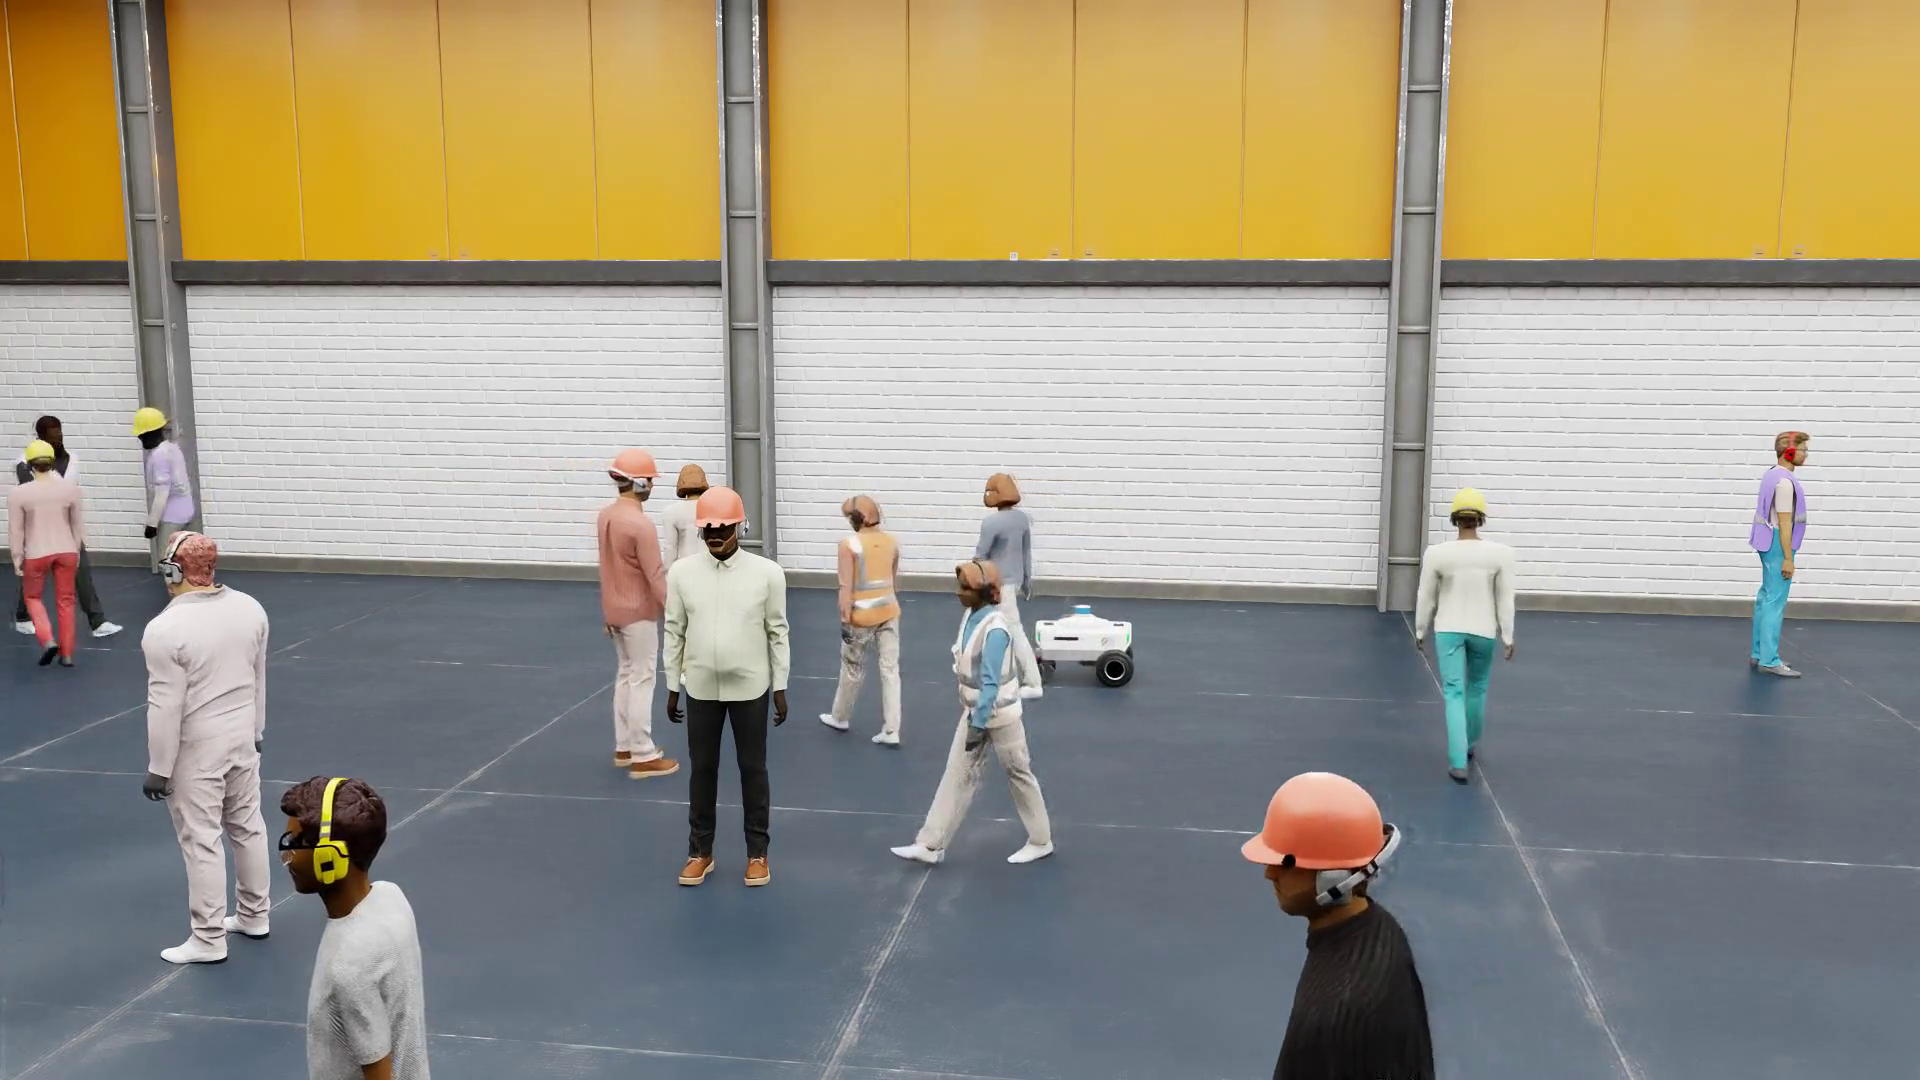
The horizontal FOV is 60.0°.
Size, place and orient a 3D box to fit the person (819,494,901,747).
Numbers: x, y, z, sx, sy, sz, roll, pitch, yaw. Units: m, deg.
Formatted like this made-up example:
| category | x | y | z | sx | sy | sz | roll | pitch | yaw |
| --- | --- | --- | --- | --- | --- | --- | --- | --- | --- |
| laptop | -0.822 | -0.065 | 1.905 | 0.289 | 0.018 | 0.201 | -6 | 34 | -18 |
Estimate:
| category | x | y | z | sx | sy | sz | roll | pitch | yaw |
| --- | --- | --- | --- | --- | --- | --- | --- | --- | --- |
| person | -0.630 | 0.504 | 10.709 | 0.524 | 1.592 | 0.801 | -8 | 12 | -39 |

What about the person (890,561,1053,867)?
| category | x | y | z | sx | sy | sz | roll | pitch | yaw |
| --- | --- | --- | --- | --- | --- | --- | --- | --- | --- |
| person | 0.100 | 0.890 | 8.372 | 0.861 | 1.589 | 0.518 | -4 | 10 | -22 |

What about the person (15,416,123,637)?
| category | x | y | z | sx | sy | sz | roll | pitch | yaw |
| --- | --- | --- | --- | --- | --- | --- | --- | --- | --- |
| person | -7.474 | -0.102 | 13.719 | 1.011 | 1.858 | 0.619 | 3 | 10 | 20 |

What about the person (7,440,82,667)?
| category | x | y | z | sx | sy | sz | roll | pitch | yaw |
| --- | --- | --- | --- | --- | --- | --- | --- | --- | --- |
| person | -6.948 | 0.115 | 12.672 | 0.524 | 1.754 | 0.416 | -8 | 12 | -41 |

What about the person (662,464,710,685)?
| category | x | y | z | sx | sy | sz | roll | pitch | yaw |
| --- | --- | --- | --- | --- | --- | --- | --- | --- | --- |
| person | -1.932 | 0.253 | 12.189 | 0.499 | 1.633 | 0.282 | -4 | 10 | -22 |

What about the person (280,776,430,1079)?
| category | x | y | z | sx | sy | sz | roll | pitch | yaw |
| --- | --- | --- | --- | --- | --- | --- | --- | --- | --- |
| person | -1.419 | 1.469 | 3.980 | 0.309 | 1.863 | 0.535 | -2 | 9 | -13 |

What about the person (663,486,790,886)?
| category | x | y | z | sx | sy | sz | roll | pitch | yaw |
| --- | --- | --- | --- | --- | --- | --- | --- | --- | --- |
| person | -1.152 | 0.721 | 8.189 | 0.625 | 1.992 | 0.389 | 0 | 9 | 3 |

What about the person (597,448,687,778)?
| category | x | y | z | sx | sy | sz | roll | pitch | yaw |
| --- | --- | --- | --- | --- | --- | --- | --- | --- | --- |
| person | -1.934 | 0.438 | 9.968 | 0.421 | 1.989 | 0.635 | -6 | 11 | -34 |

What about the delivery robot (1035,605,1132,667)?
| category | x | y | z | sx | sy | sz | roll | pitch | yaw |
| --- | --- | --- | --- | --- | --- | --- | --- | --- | --- |
| delivery robot | 0.910 | 0.725 | 12.304 | 0.707 | 0.478 | 0.477 | 1 | 9 | 5 |

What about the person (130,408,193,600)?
| category | x | y | z | sx | sy | sz | roll | pitch | yaw |
| --- | --- | --- | --- | --- | --- | --- | --- | --- | --- |
| person | -6.802 | -0.201 | 14.257 | 0.428 | 1.883 | 0.864 | -3 | 10 | -19 |

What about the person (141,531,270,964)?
| category | x | y | z | sx | sy | sz | roll | pitch | yaw |
| --- | --- | --- | --- | --- | --- | --- | --- | --- | --- |
| person | -3.334 | 0.905 | 7.323 | 0.407 | 1.910 | 0.639 | 3 | 10 | 19 |

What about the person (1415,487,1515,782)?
| category | x | y | z | sx | sy | sz | roll | pitch | yaw |
| --- | --- | --- | --- | --- | --- | --- | --- | --- | --- |
| person | 3.038 | 0.538 | 10.086 | 0.553 | 1.730 | 0.834 | 1 | 9 | 7 |

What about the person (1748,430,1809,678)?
| category | x | y | z | sx | sy | sz | roll | pitch | yaw |
| --- | --- | --- | --- | --- | --- | --- | --- | --- | --- |
| person | 6.155 | 0.093 | 12.517 | 0.389 | 1.847 | 0.567 | 3 | 10 | 16 |

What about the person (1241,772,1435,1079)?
| category | x | y | z | sx | sy | sz | roll | pitch | yaw |
| --- | --- | --- | --- | --- | --- | --- | --- | --- | --- |
| person | 0.770 | 1.462 | 3.780 | 1.010 | 1.942 | 0.640 | 3 | 10 | 17 |

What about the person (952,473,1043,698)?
| category | x | y | z | sx | sy | sz | roll | pitch | yaw |
| --- | --- | --- | --- | --- | --- | --- | --- | --- | --- |
| person | 0.273 | 0.318 | 11.905 | 0.858 | 1.585 | 0.514 | 6 | 11 | 35 |
